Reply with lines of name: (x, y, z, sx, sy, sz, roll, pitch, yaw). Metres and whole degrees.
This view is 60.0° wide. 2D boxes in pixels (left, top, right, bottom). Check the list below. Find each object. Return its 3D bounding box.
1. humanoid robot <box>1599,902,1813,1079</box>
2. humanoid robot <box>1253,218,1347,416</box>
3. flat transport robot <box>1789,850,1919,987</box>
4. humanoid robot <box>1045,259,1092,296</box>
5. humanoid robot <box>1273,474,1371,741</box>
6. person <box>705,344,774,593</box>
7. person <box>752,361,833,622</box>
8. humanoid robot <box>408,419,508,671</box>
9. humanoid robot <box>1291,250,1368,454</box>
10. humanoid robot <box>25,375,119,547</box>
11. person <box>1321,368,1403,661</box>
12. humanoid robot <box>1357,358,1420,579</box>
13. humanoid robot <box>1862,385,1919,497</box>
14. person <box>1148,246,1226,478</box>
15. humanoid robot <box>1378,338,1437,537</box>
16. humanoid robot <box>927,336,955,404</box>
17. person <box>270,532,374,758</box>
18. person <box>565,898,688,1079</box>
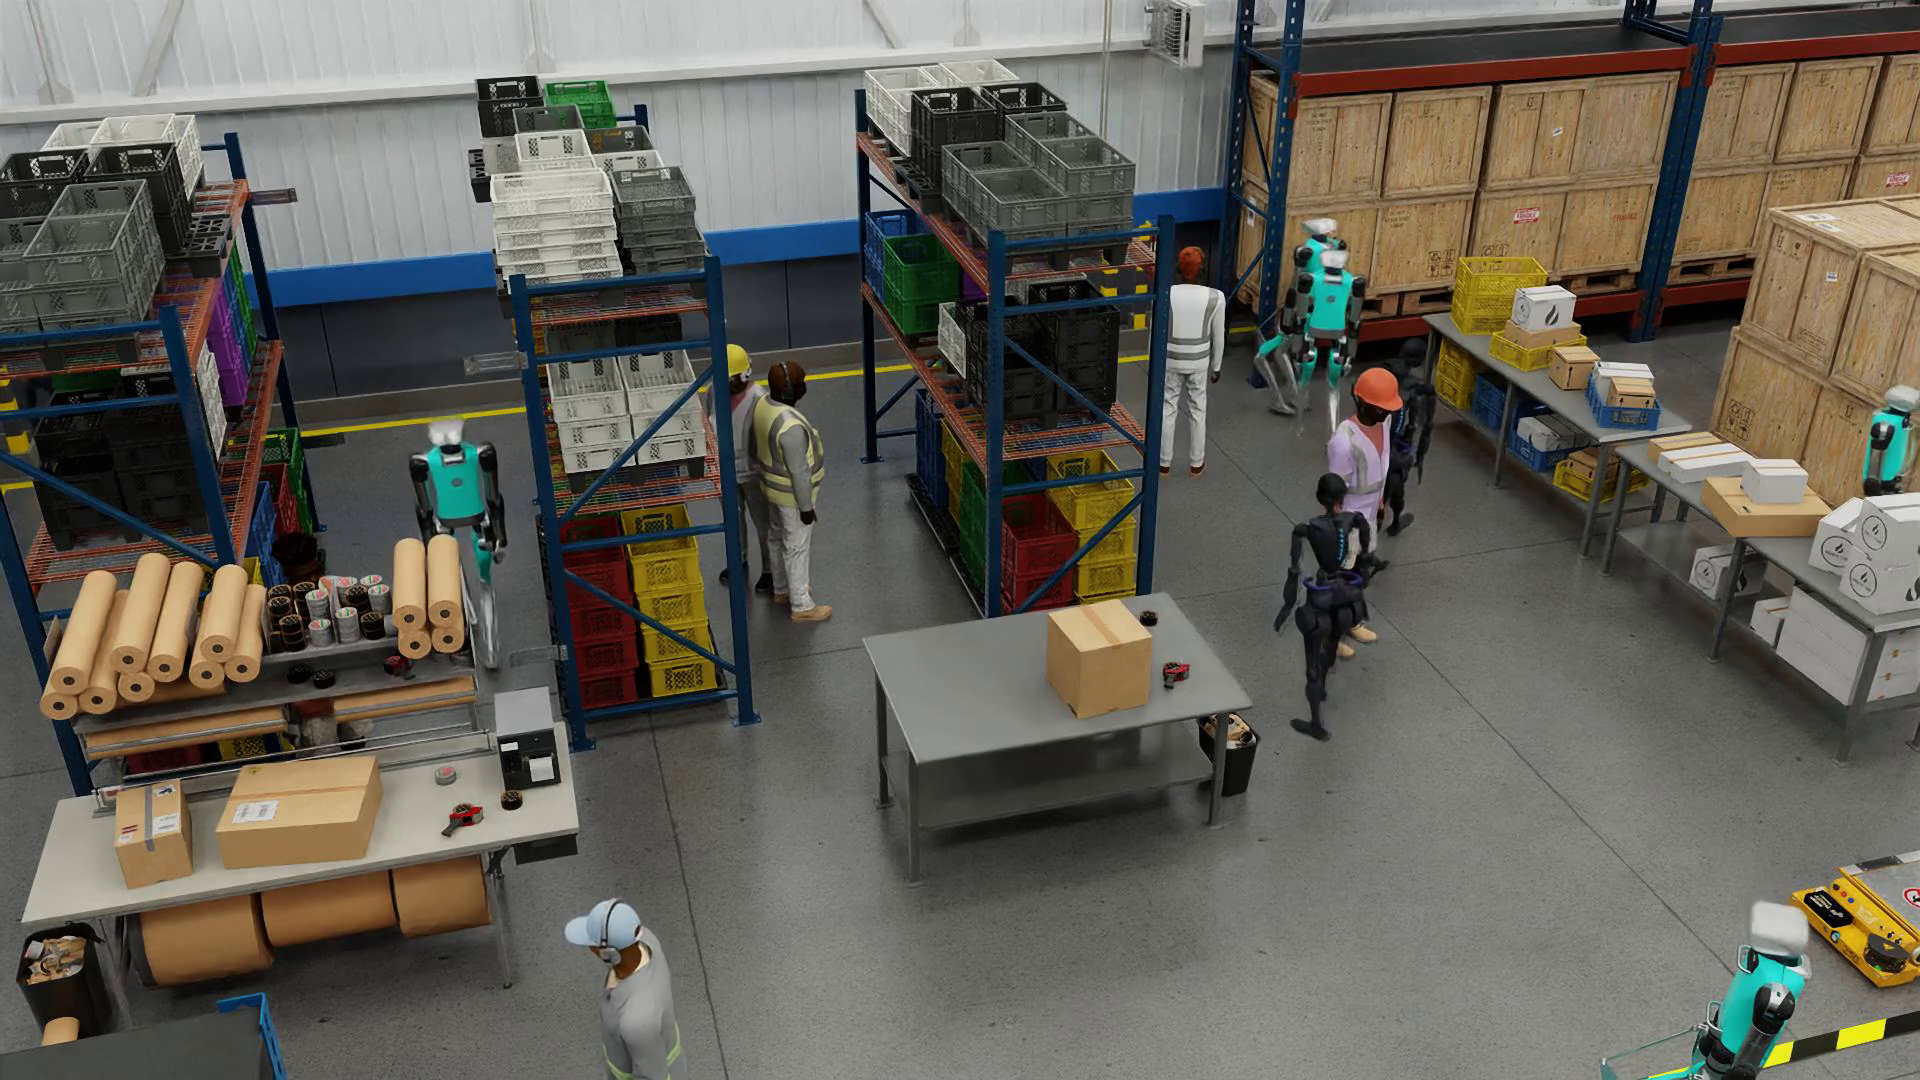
humanoid robot: (2.862, 2.097, 6.678, 0.735, 1.681, 0.533, 12, 31, 21)
humanoid robot: (2.810, -1.919, 14.052, 0.546, 1.730, 0.698, -19, 34, -31)
flat transport robot: (5.163, 1.916, 8.676, 1.431, 0.231, 0.659, -8, 30, -14)
humanoid robot: (0.781, -1.655, 13.708, 0.589, 1.653, 0.354, -5, 29, -8)
humanoid robot: (2.208, 0.362, 10.057, 0.600, 1.632, 0.612, -9, 30, -16)
person: (-1.518, -0.504, 11.463, 0.587, 1.823, 0.403, 16, 33, 27)
person: (-1.121, -0.329, 11.127, 0.429, 1.844, 0.620, -14, 32, -24)
humanoid robot: (-3.237, -0.076, 10.824, 0.530, 1.770, 1.006, -10, 30, -18)
humanoid robot: (2.957, -1.544, 13.508, 0.545, 1.830, 0.807, 5, 29, 10)
humanoid robot: (-6.368, -0.728, 12.035, 0.588, 1.645, 0.375, -14, 32, -23)
person: (2.555, -0.170, 10.651, 0.402, 2.030, 0.611, 23, 36, 35)
humanoid robot: (2.948, -0.504, 11.615, 0.585, 1.644, 0.528, -14, 32, -24)
humanoid robot: (6.132, -0.121, 10.863, 0.917, 1.768, 0.546, 22, 36, 34)
person: (1.754, -1.372, 12.980, 0.580, 1.881, 0.338, 2, 29, 3)
humanoid robot: (3.089, -0.693, 11.987, 0.613, 1.624, 0.731, 20, 34, 32)
humanoid robot: (-0.021, -1.801, 13.942, 0.683, 1.788, 0.576, 6, 29, 11)
person: (-3.388, 0.826, 8.897, 0.368, 1.965, 0.606, 18, 33, 29)
person: (-1.280, 2.155, 6.599, 0.399, 1.849, 0.590, -6, 29, -10)
